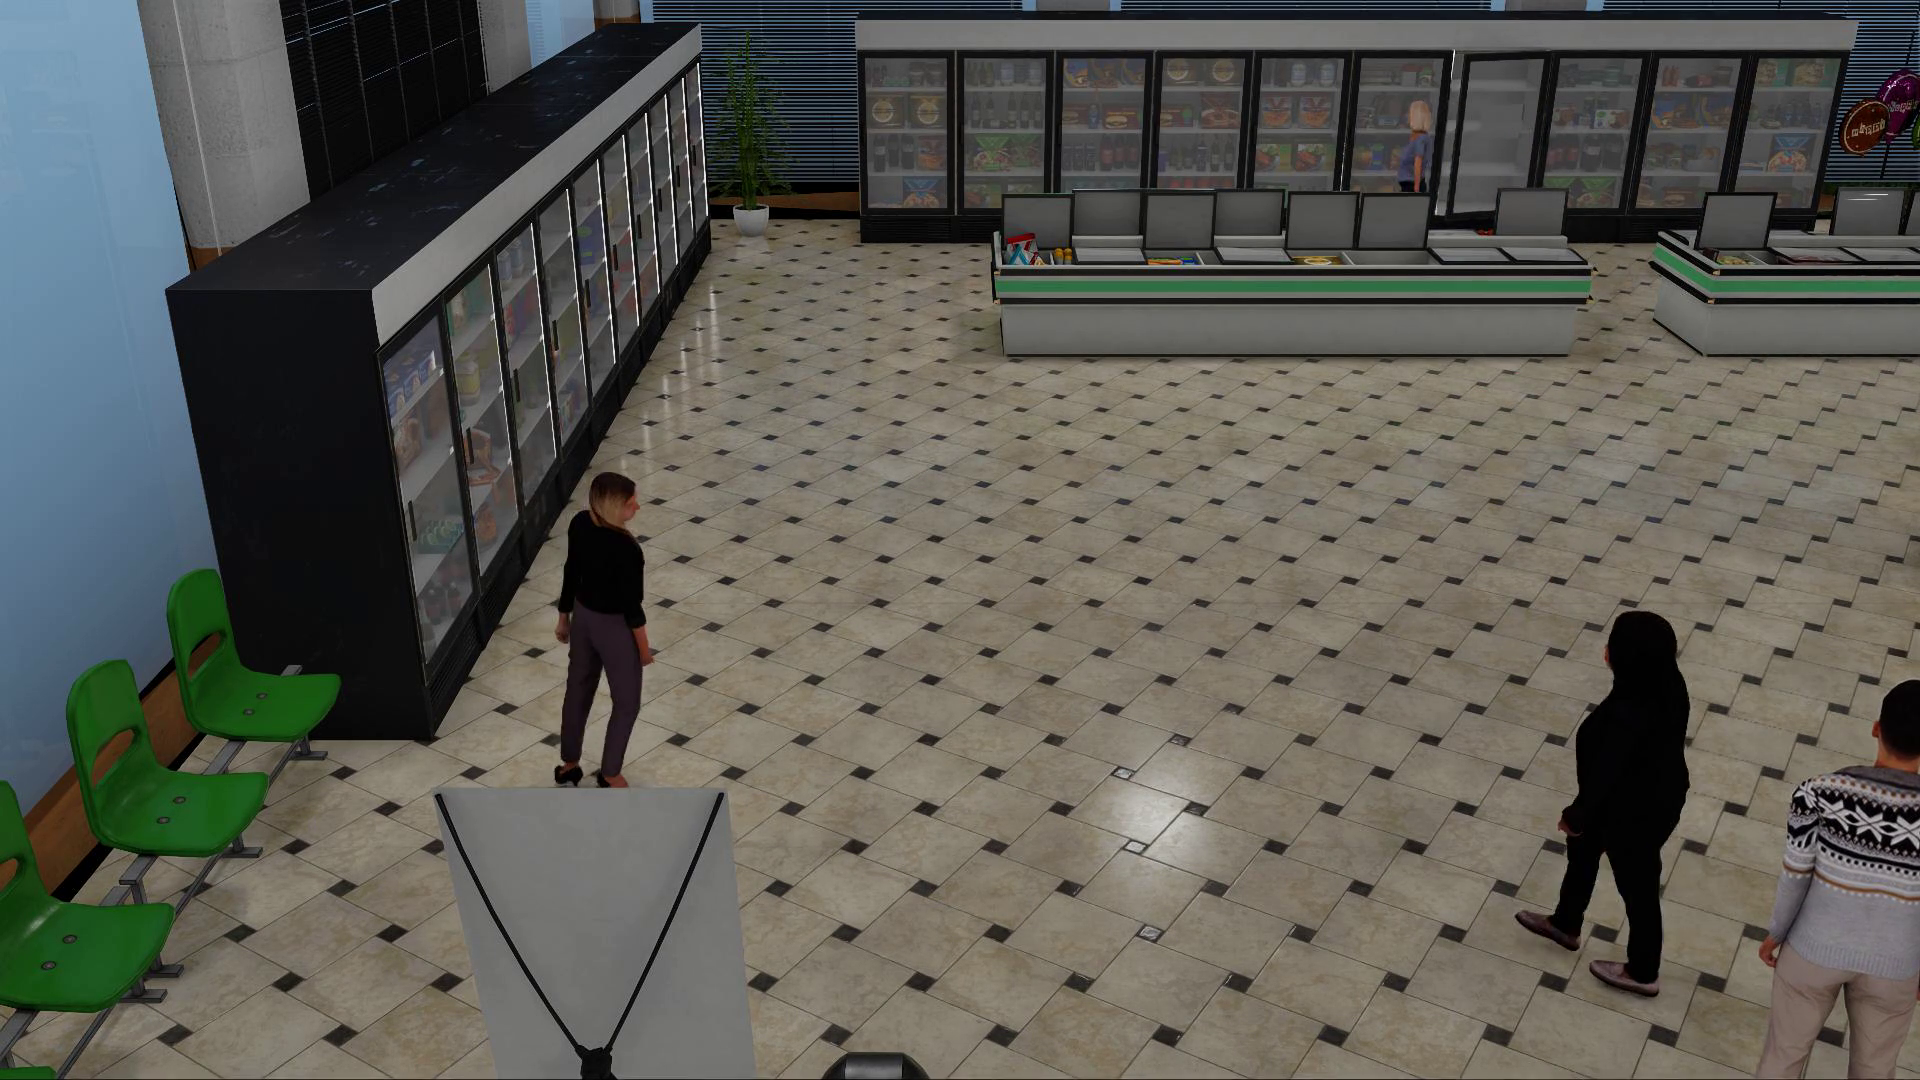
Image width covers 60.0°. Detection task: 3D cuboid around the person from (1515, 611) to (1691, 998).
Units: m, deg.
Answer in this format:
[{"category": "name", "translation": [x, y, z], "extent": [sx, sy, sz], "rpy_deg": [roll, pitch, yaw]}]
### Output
[{"category": "person", "translation": [2.603, 1.031, 6.223], "extent": [0.948, 1.591, 0.848], "rpy_deg": [13, 27, 27]}]

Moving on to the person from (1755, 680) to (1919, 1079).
[{"category": "person", "translation": [2.835, 1.296, 5.282], "extent": [0.652, 1.861, 0.816], "rpy_deg": [9, 25, 20]}]

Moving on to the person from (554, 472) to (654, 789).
[{"category": "person", "translation": [-1.664, 0.453, 7.482], "extent": [0.784, 1.641, 0.891], "rpy_deg": [12, 26, 25]}]
